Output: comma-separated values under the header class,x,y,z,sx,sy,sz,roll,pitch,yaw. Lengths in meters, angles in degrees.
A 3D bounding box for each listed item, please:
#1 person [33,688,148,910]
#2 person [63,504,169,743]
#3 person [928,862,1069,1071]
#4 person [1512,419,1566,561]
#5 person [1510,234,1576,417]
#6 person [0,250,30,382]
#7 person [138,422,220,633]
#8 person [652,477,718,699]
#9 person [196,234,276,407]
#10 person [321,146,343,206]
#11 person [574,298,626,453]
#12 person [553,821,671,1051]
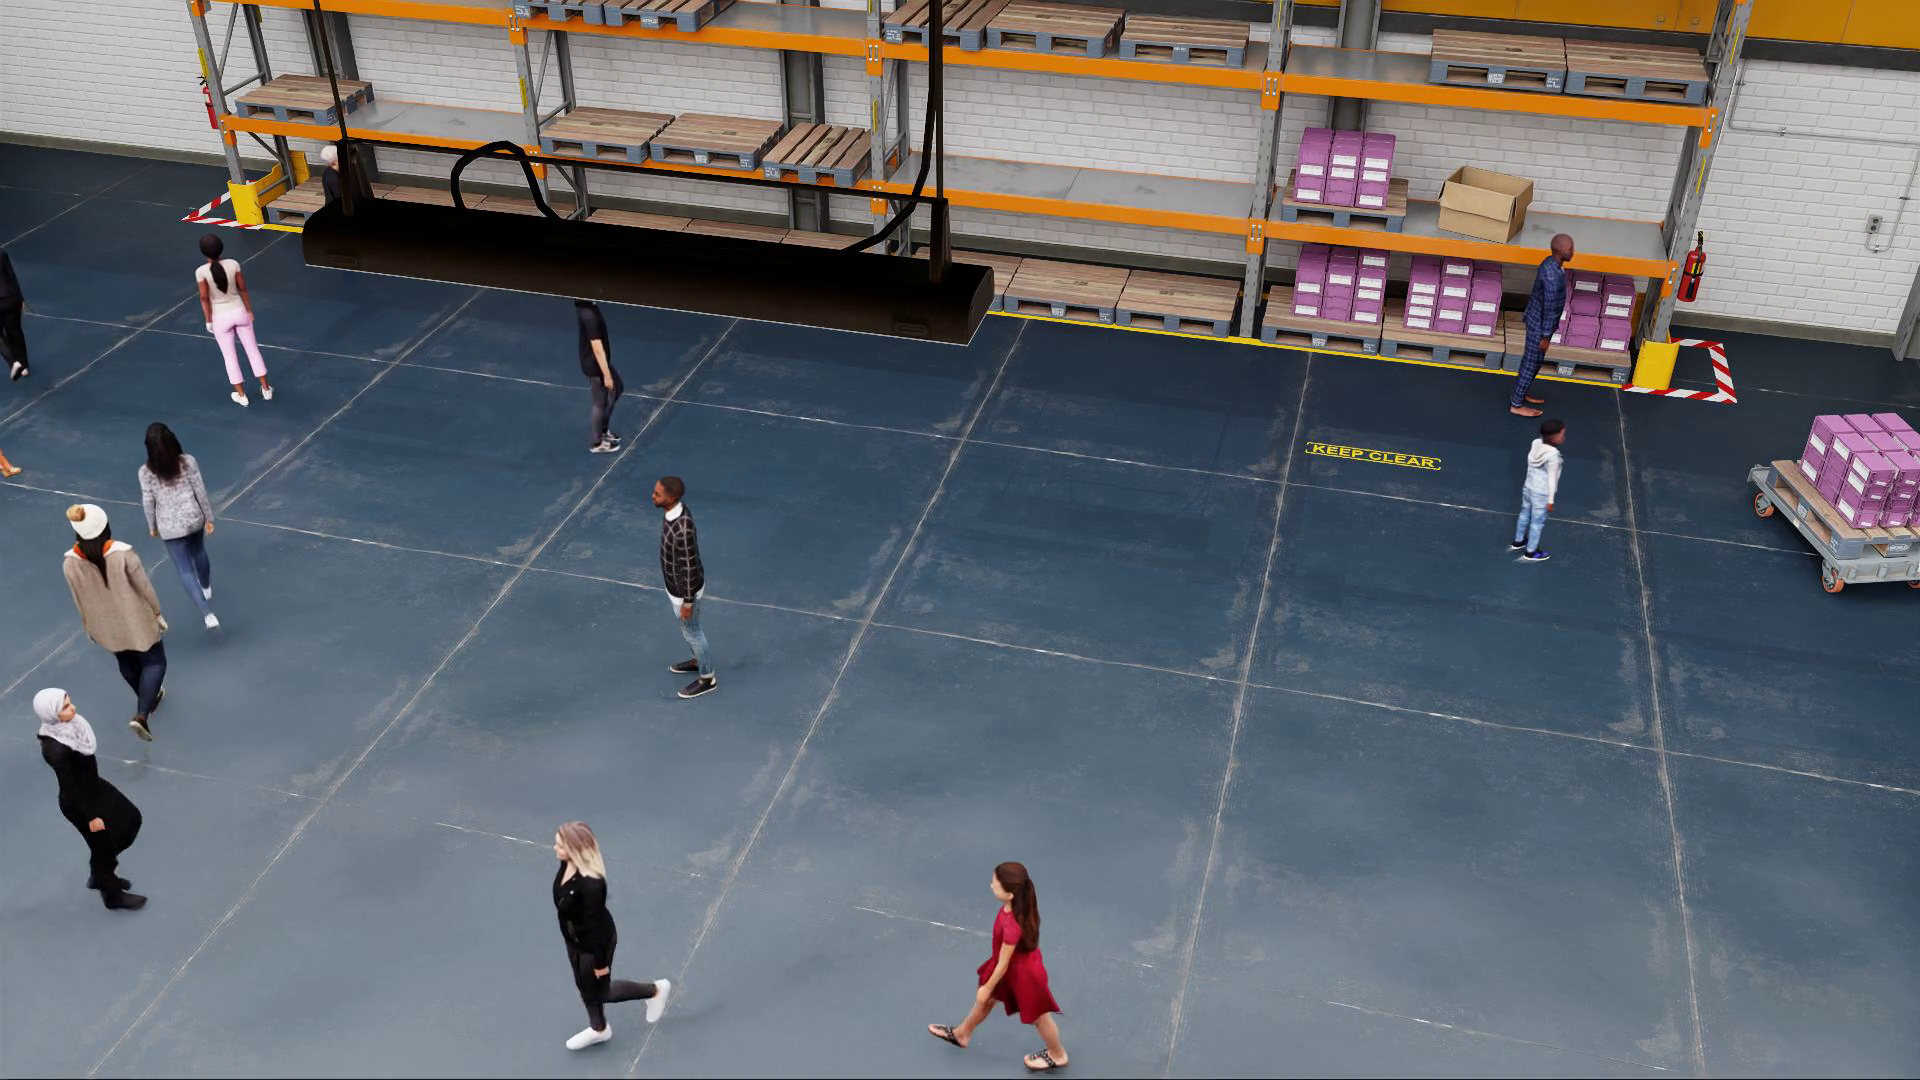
class,x,y,z,sx,sy,sz,roll,pitch,yaw
person,-5.445,1.626,10.199,0.798,1.767,0.760,-8,34,-12
person,-5.907,0.600,11.645,1.065,1.873,0.982,-3,34,-4
person,0.402,2.415,9.248,1.082,1.504,0.682,1,34,2
person,4.788,-0.430,13.750,0.604,1.260,0.562,-9,35,-13
person,5.482,-2.049,15.682,0.576,1.817,0.632,9,35,13
person,-9.349,-2.270,16.207,0.869,1.604,0.968,-28,43,-35
person,-5.993,-0.084,12.830,1.014,1.701,1.199,-26,41,-33
person,-1.995,0.322,12.114,0.742,1.819,0.747,-10,35,-14
person,-6.941,-2.105,15.834,0.700,1.742,0.735,-25,41,-32
person,-6.999,-3.574,18.735,0.786,1.780,0.825,-16,37,-22
person,-3.363,-1.597,14.996,0.814,1.823,0.790,-10,35,-15
person,-1.992,2.230,9.380,0.985,1.667,0.912,-16,37,-22
